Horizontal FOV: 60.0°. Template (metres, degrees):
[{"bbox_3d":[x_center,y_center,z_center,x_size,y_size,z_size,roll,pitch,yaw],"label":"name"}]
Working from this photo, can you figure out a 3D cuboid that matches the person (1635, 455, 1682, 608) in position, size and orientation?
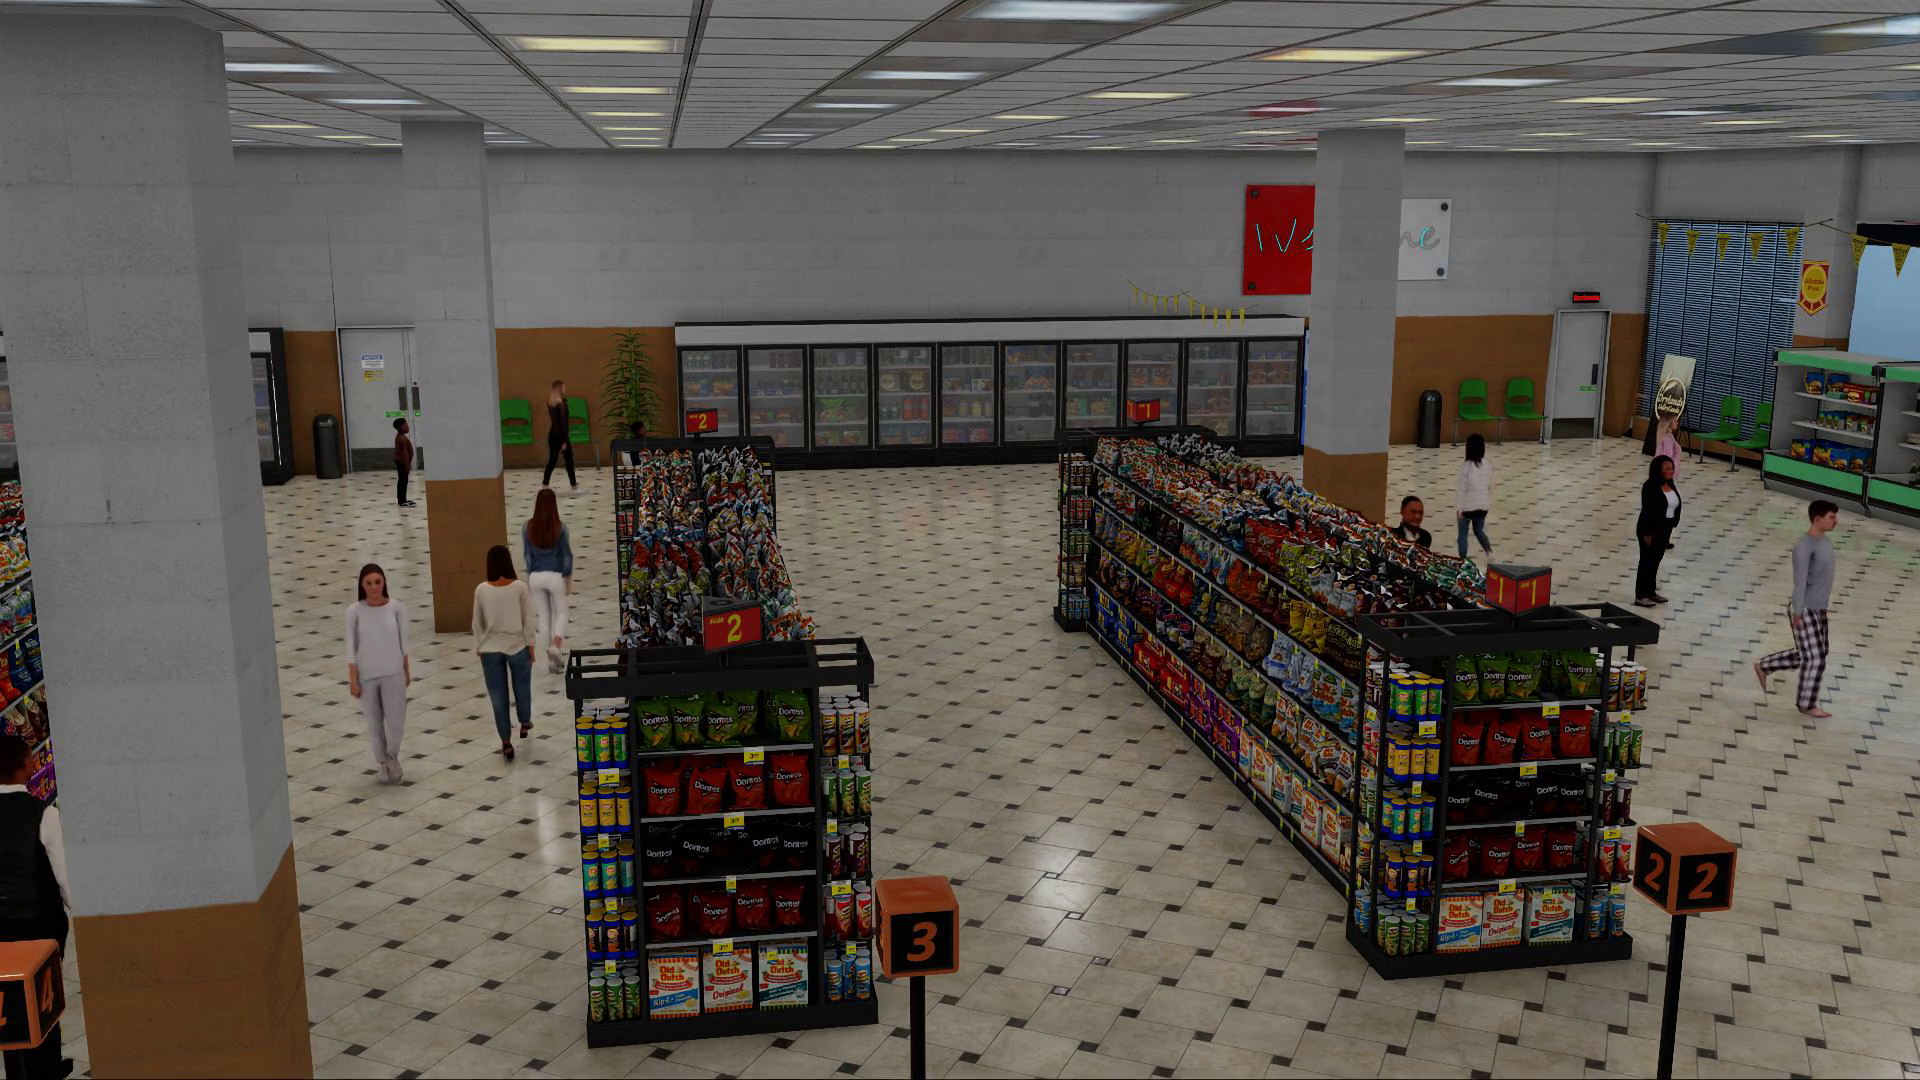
[{"bbox_3d":[7.414,-0.109,17.755,0.754,1.617,0.785,-10,16,-40],"label":"person"}]

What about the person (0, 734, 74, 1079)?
[{"bbox_3d":[-4.380,1.874,7.675,0.840,1.891,1.026,1,12,6],"label":"person"}]

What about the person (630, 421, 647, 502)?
[{"bbox_3d":[-4.411,-1.012,22.880,0.669,1.272,0.591,-10,16,-40],"label":"person"}]

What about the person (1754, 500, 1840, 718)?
[{"bbox_3d":[7.080,0.565,14.045,0.898,1.827,1.045,-9,15,-38],"label":"person"}]

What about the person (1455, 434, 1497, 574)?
[{"bbox_3d":[5.939,-0.392,19.085,0.659,1.623,0.947,-3,12,-16],"label":"person"}]

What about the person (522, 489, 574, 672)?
[{"bbox_3d":[-3.782,0.399,15.175,0.680,1.686,0.824,0,12,1],"label":"person"}]

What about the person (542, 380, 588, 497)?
[{"bbox_3d":[-5.809,-1.451,23.955,0.950,1.689,0.948,-11,16,-42],"label":"person"}]

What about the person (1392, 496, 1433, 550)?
[{"bbox_3d":[3.648,0.564,14.014,0.660,1.843,1.260,-2,12,-10],"label":"person"}]

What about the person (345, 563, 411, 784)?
[{"bbox_3d":[-4.351,0.982,12.428,0.670,1.677,0.659,-5,13,-23],"label":"person"}]

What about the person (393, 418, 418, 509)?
[{"bbox_3d":[-7.814,-1.090,23.298,0.631,1.252,0.506,-7,14,-30],"label":"person"}]

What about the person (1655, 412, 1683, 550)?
[{"bbox_3d":[8.733,-0.754,20.648,0.737,1.688,0.606,3,12,12],"label":"person"}]

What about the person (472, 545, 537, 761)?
[{"bbox_3d":[-3.533,0.894,12.892,0.658,1.659,0.917,-2,12,-8],"label":"person"}]
